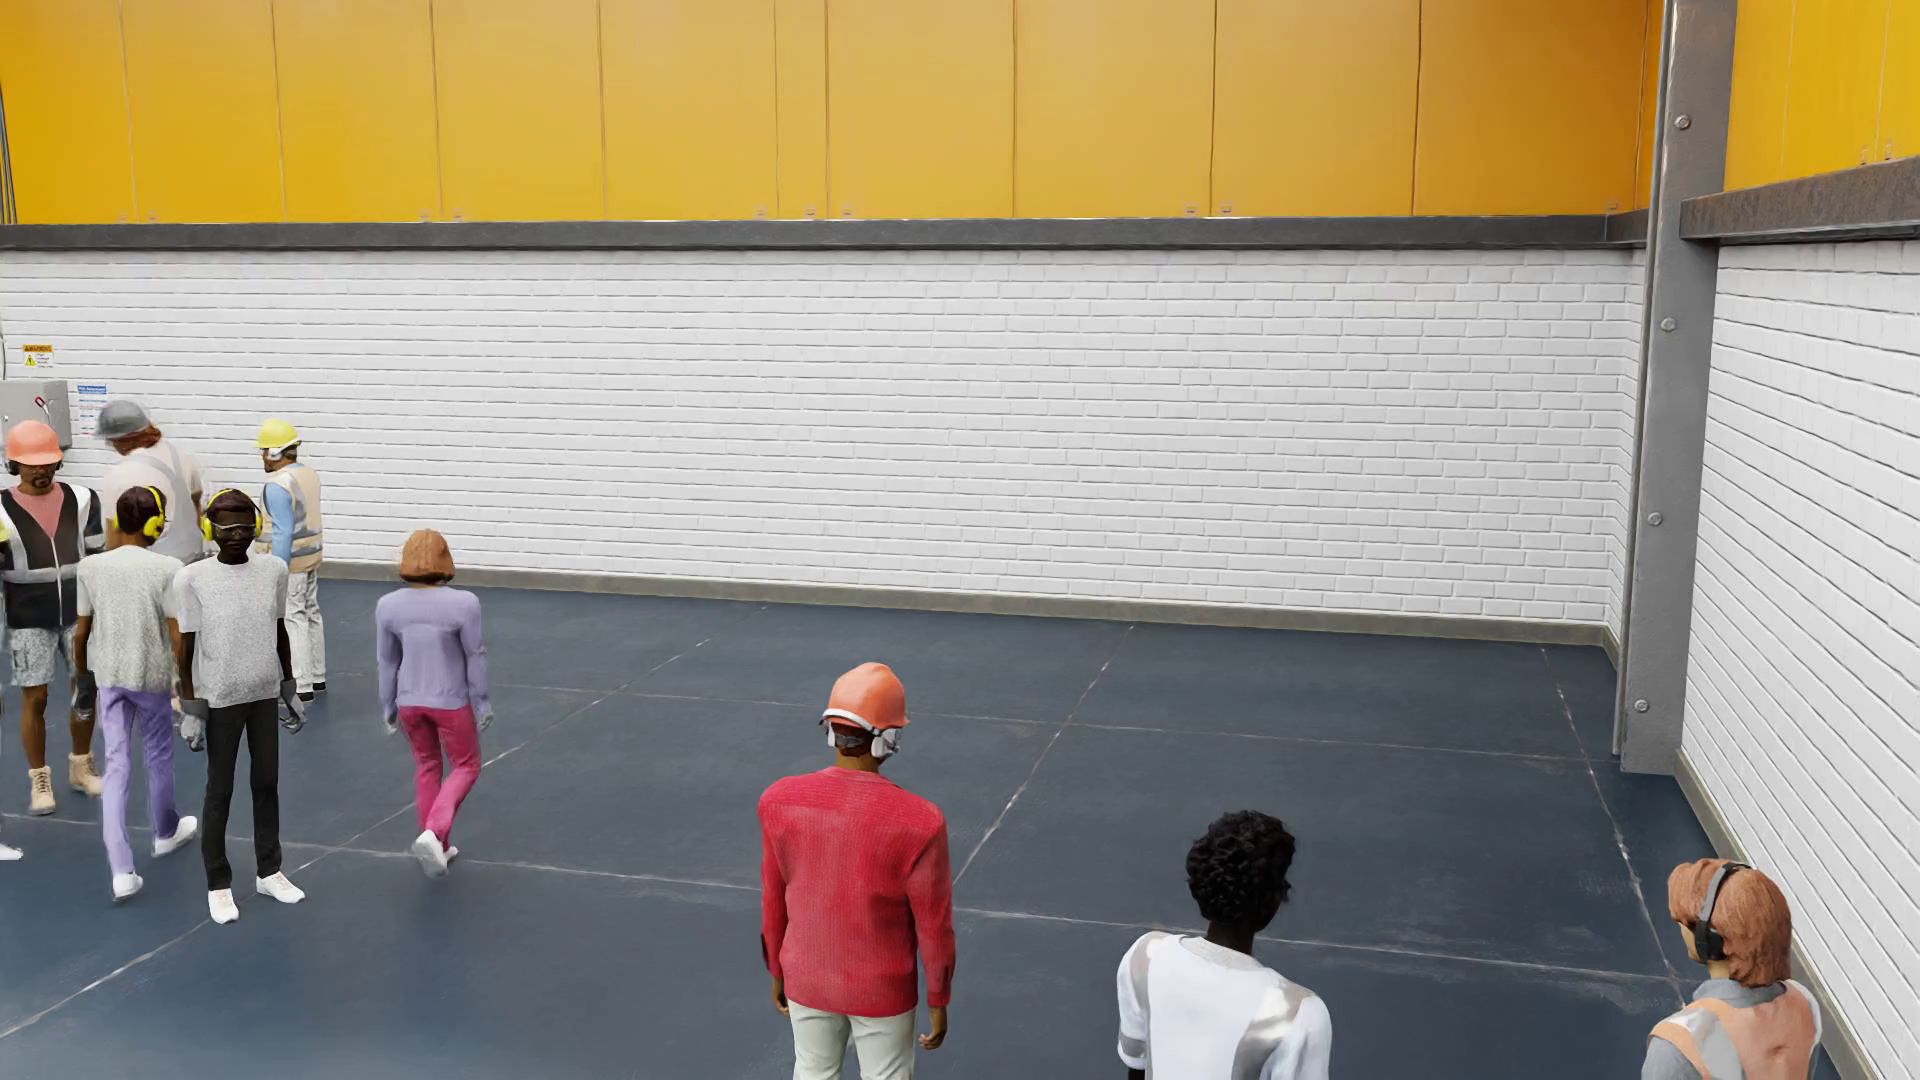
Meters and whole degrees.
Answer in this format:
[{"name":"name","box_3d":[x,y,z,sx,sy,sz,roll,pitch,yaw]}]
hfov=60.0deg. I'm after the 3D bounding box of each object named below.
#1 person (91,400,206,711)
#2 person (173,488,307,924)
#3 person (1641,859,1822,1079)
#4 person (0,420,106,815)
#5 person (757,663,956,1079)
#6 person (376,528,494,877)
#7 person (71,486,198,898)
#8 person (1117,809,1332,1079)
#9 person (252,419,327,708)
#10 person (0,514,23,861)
[{"name":"person","box_3d":[-5.000,0.081,10.298,0.597,2.000,0.766,0,10,2]},{"name":"person","box_3d":[-3.097,0.698,7.185,0.311,1.864,0.533,9,13,41]},{"name":"person","box_3d":[1.558,1.454,3.423,0.508,1.629,0.316,-7,12,-34]},{"name":"person","box_3d":[-4.664,0.393,8.505,0.441,2.027,0.625,8,13,40]},{"name":"person","box_3d":[-0.275,1.197,4.617,0.573,1.738,0.352,3,10,19]},{"name":"person","box_3d":[-2.405,0.756,7.543,0.514,1.615,0.512,2,10,9]},{"name":"person","box_3d":[-3.763,0.662,7.579,0.596,1.809,0.946,-1,10,-6]},{"name":"person","box_3d":[0.554,1.402,3.554,0.319,1.691,0.540,-9,13,-43]},{"name":"person","box_3d":[-4.252,0.144,10.547,0.404,1.827,0.600,0,10,-1]},{"name":"person","box_3d":[-4.643,0.654,7.898,0.362,1.712,0.645,-5,11,-27]}]
